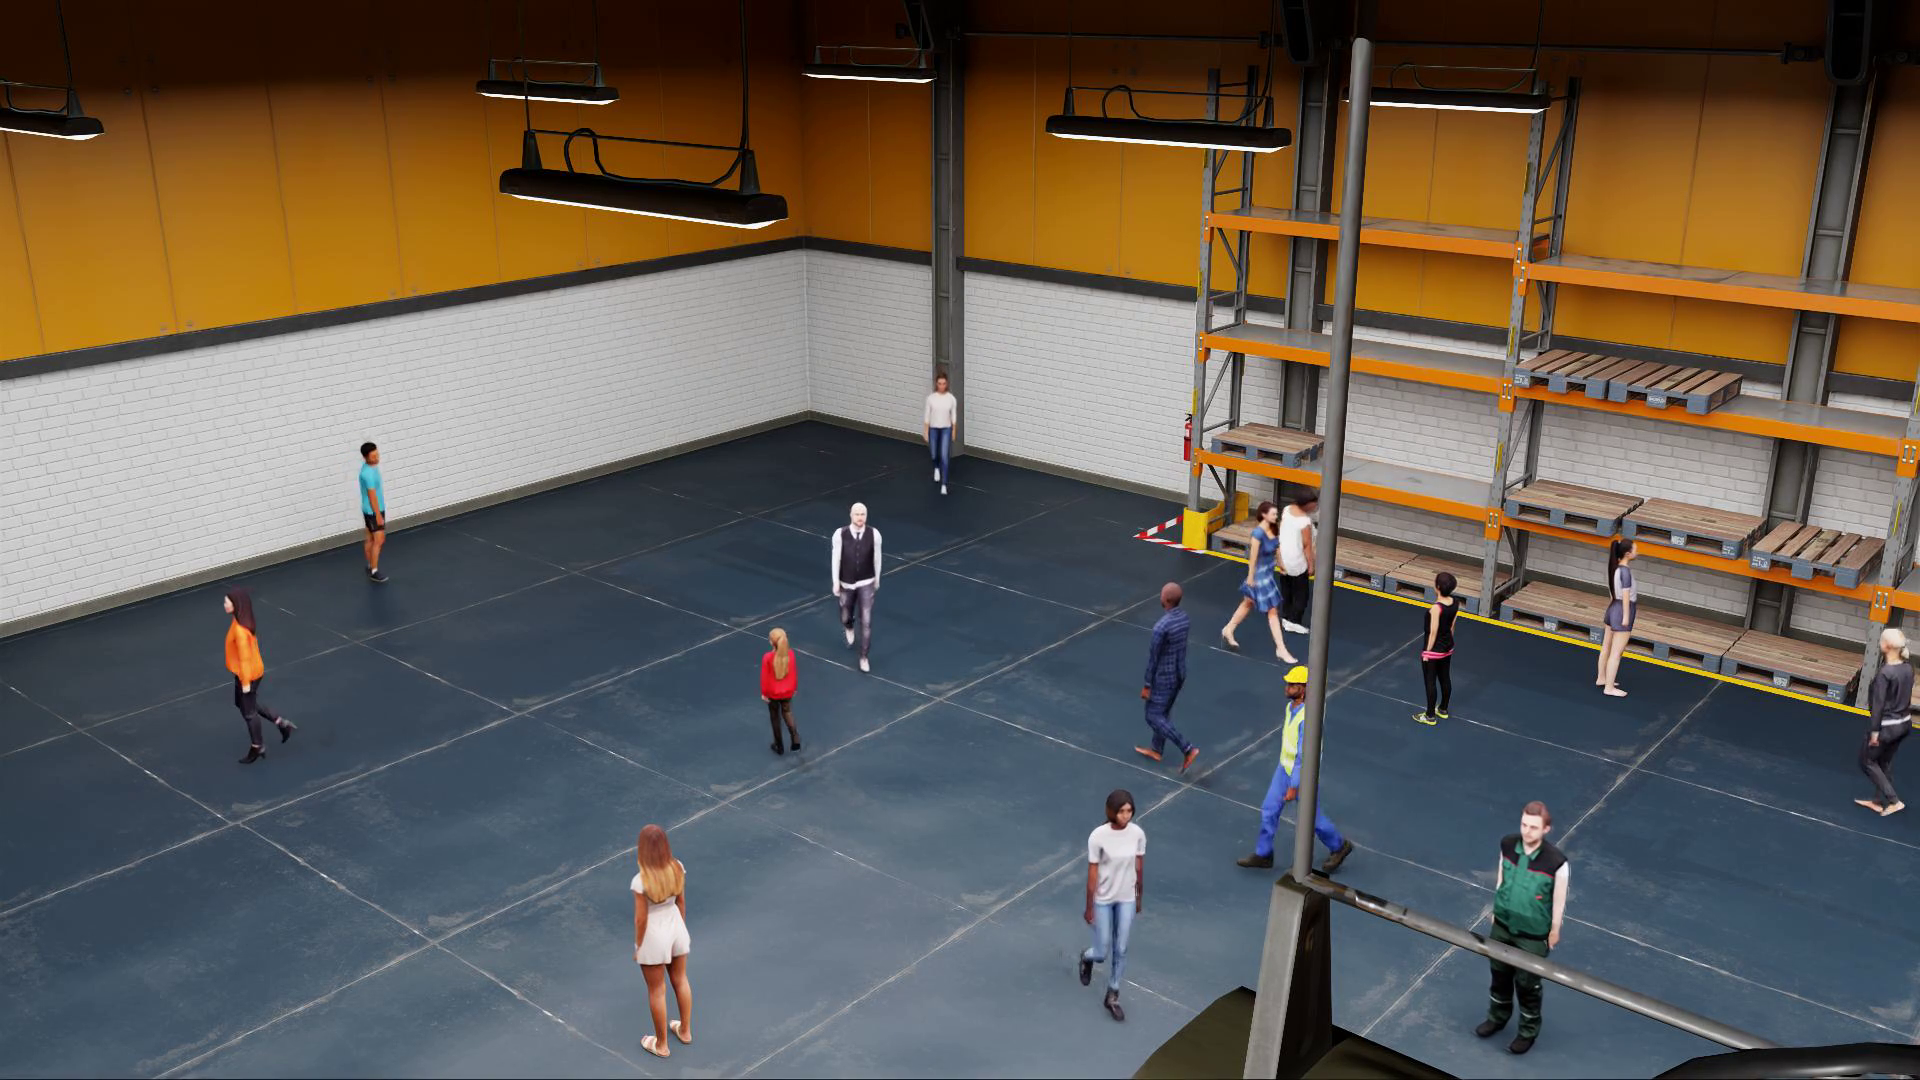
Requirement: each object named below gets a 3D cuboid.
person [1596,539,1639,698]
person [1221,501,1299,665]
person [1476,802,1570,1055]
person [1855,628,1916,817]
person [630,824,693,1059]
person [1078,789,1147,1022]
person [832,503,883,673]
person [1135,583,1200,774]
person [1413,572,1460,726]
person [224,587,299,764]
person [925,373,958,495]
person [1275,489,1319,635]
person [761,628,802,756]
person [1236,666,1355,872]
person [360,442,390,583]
[{"bbox_3d":[6.733,0.775,17.025,0.714,1.651,0.674,0,19,1],"label":"person"},{"bbox_3d":[3.169,0.440,17.857,1.203,1.754,0.782,10,21,28],"label":"person"},{"bbox_3d":[3.837,2.605,11.293,0.733,1.841,0.557,-16,24,-39],"label":"person"},{"bbox_3d":[8.136,1.629,14.409,0.786,1.702,0.887,-9,20,-24],"label":"person"},{"bbox_3d":[-2.018,2.694,11.254,0.589,1.696,0.584,-17,25,-40],"label":"person"},{"bbox_3d":[1.043,2.522,11.738,0.811,1.714,0.905,-7,20,-19],"label":"person"},{"bbox_3d":[-1.106,0.462,17.716,1.101,1.803,1.167,-2,19,-7],"label":"person"},{"bbox_3d":[1.950,1.277,15.298,0.970,1.802,0.670,14,23,36],"label":"person"},{"bbox_3d":[4.712,1.048,16.368,0.584,1.552,0.556,-14,23,-36],"label":"person"},{"bbox_3d":[-6.538,1.247,15.489,0.879,1.736,0.850,-7,20,-19],"label":"person"},{"bbox_3d":[-0.290,-1.545,23.854,1.105,1.689,1.074,1,19,4],"label":"person"},{"bbox_3d":[3.768,0.194,18.726,0.843,1.667,0.711,-15,24,-38],"label":"person"},{"bbox_3d":[-1.673,1.445,15.629,0.590,1.272,0.696,-11,22,-30],"label":"person"},{"bbox_3d":[2.820,1.898,13.489,1.181,1.779,1.209,-4,19,-13],"label":"person"},{"bbox_3d":[-7.185,-0.361,20.244,0.920,1.749,0.749,-10,21,-27],"label":"person"}]
